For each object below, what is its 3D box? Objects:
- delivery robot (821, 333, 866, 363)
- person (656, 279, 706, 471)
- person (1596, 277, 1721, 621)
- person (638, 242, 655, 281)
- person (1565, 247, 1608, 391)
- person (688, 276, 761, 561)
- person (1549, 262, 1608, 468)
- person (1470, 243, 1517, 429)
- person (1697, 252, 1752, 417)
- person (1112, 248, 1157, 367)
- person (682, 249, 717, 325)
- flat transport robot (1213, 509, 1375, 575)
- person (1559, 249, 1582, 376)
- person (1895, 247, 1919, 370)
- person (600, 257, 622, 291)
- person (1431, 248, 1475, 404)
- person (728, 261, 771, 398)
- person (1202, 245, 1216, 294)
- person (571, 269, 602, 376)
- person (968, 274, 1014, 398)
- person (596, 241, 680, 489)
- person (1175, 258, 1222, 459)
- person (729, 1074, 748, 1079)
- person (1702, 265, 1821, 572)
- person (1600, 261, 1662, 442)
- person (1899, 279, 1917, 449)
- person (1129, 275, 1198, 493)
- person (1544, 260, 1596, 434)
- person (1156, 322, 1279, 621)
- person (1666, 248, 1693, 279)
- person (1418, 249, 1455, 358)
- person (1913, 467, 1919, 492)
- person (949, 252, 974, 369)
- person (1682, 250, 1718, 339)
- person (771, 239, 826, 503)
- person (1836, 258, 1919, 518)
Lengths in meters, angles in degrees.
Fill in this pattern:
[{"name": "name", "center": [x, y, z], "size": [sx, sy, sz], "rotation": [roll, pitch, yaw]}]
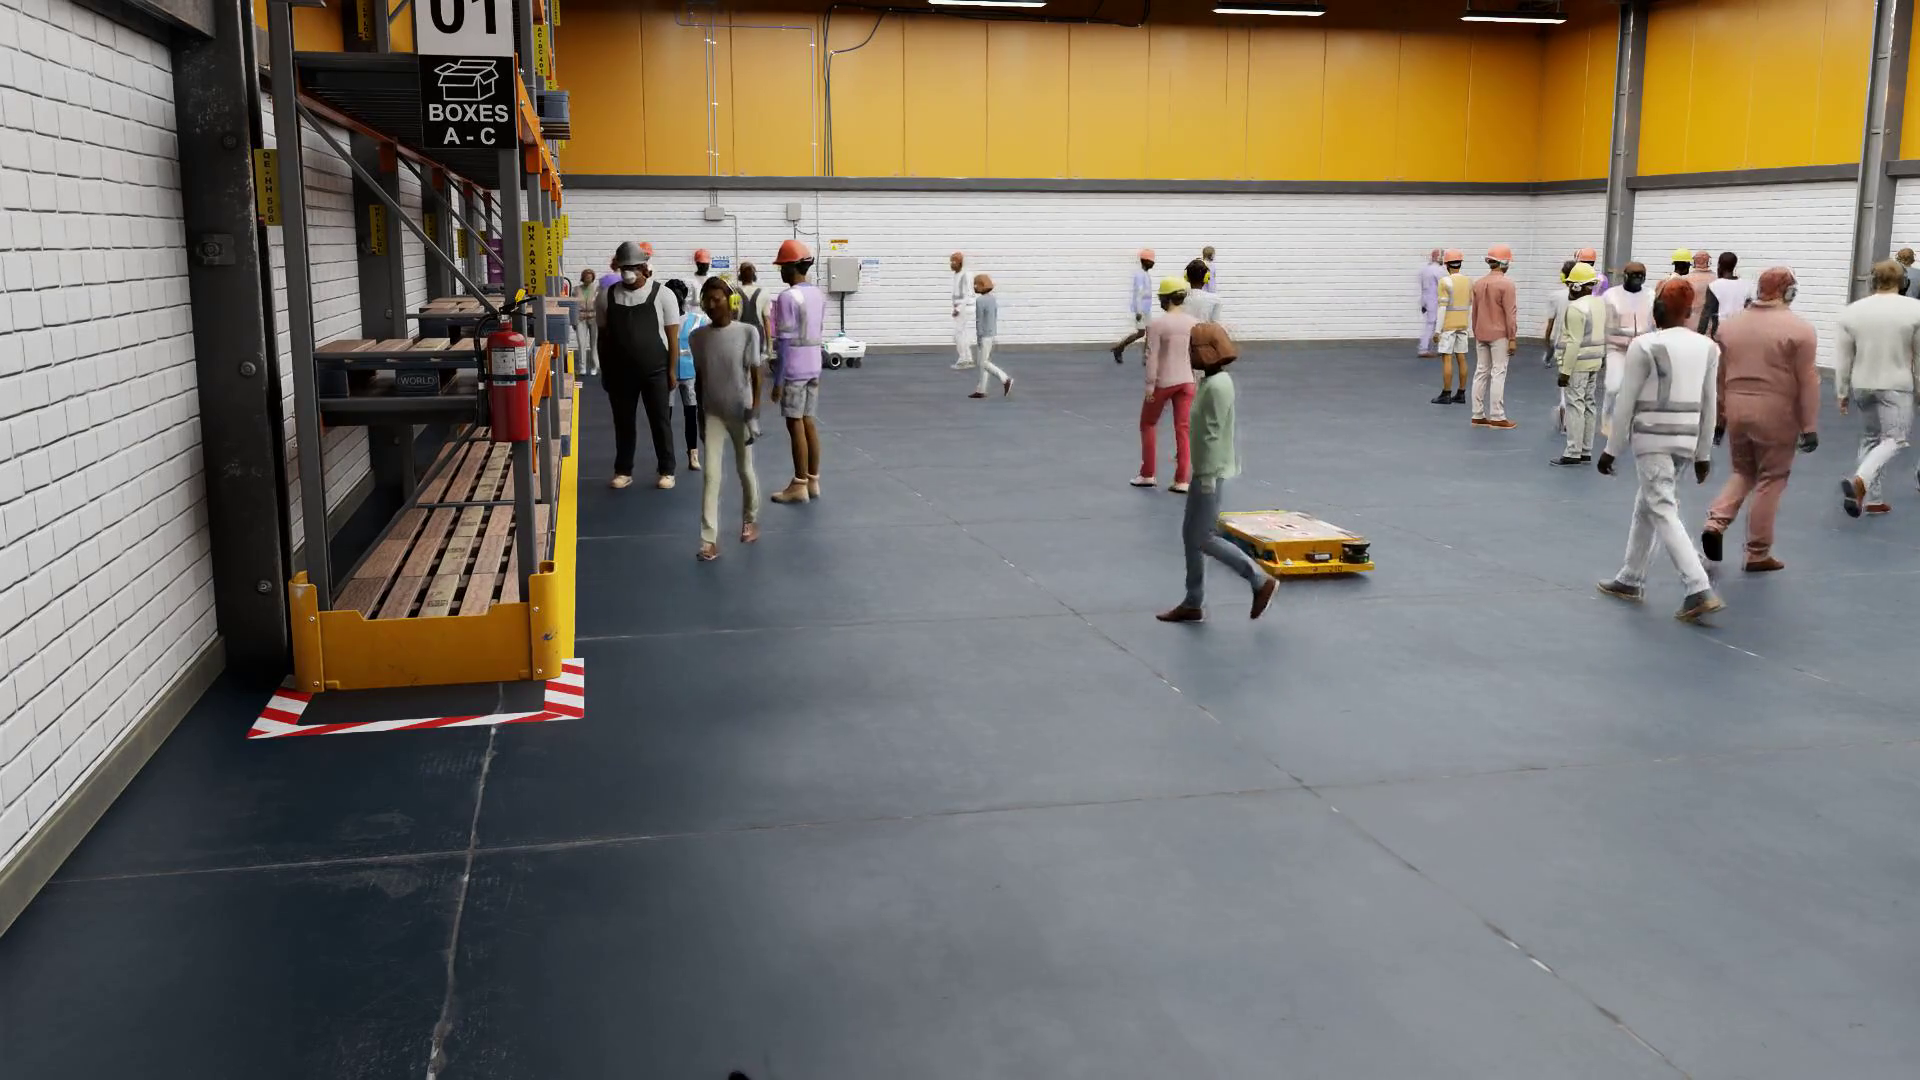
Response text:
[{"name": "delivery robot", "center": [-1.863, -3.042, 26.420], "size": [0.707, 0.478, 0.477], "rotation": [-5, 11, -27]}, {"name": "person", "center": [-2.488, -1.450, 14.692], "size": [0.537, 1.695, 0.320], "rotation": [-2, 11, -13]}, {"name": "person", "center": [3.871, -0.505, 9.060], "size": [0.579, 1.845, 0.954], "rotation": [-4, 11, -22]}, {"name": "person", "center": [-5.254, -3.868, 27.252], "size": [0.499, 2.009, 0.670], "rotation": [8, 13, 38]}, {"name": "person", "center": [8.376, -2.949, 22.320], "size": [0.547, 1.942, 0.350], "rotation": [3, 11, 14]}, {"name": "person", "center": [-1.518, -0.813, 10.882], "size": [0.505, 1.819, 1.025], "rotation": [1, 10, 4]}, {"name": "person", "center": [5.551, -1.565, 14.949], "size": [0.403, 1.835, 0.586], "rotation": [10, 14, 44]}, {"name": "person", "center": [5.798, -2.198, 18.013], "size": [0.385, 1.993, 0.619], "rotation": [-5, 11, -26]}, {"name": "person", "center": [8.768, -2.383, 19.325], "size": [0.620, 1.885, 0.882], "rotation": [-4, 11, -22]}, {"name": "person", "center": [2.877, -3.733, 26.746], "size": [0.745, 1.910, 0.549], "rotation": [4, 11, 23]}, {"name": "person", "center": [-3.504, -3.000, 22.688], "size": [0.568, 1.915, 0.630], "rotation": [-6, 12, -30]}, {"name": "flat transport robot", "center": [2.041, -0.006, 10.645], "size": [0.652, 0.197, 1.431], "rotation": [-2, 10, -12]}, {"name": "person", "center": [9.213, -3.375, 24.810], "size": [0.648, 1.903, 0.399], "rotation": [-8, 13, -37]}, {"name": "person", "center": [12.750, -2.989, 22.550], "size": [0.632, 1.940, 0.372], "rotation": [4, 11, 21]}, {"name": "person", "center": [-5.100, -3.346, 24.909], "size": [0.579, 1.789, 0.990], "rotation": [-2, 10, -13]}, {"name": "person", "center": [6.121, -2.653, 20.710], "size": [0.542, 1.931, 0.376], "rotation": [-4, 11, -23]}, {"name": "person", "center": [-2.338, -2.173, 18.383], "size": [0.522, 1.817, 0.866], "rotation": [-3, 11, -16]}, {"name": "person", "center": [4.459, -4.364, 30.172], "size": [0.355, 1.936, 0.635], "rotation": [-3, 11, -17]}, {"name": "person", "center": [-5.550, -3.232, 24.826], "size": [0.536, 1.597, 0.809], "rotation": [-1, 10, -6]}, {"name": "person", "center": [0.391, -2.598, 21.305], "size": [0.638, 1.609, 0.500], "rotation": [5, 11, 26]}, {"name": "person", "center": [-2.648, -1.425, 13.599], "size": [0.684, 2.000, 0.535], "rotation": [1, 10, 4]}, {"name": "person", "center": [2.171, -1.657, 15.357], "size": [0.519, 1.873, 0.328], "rotation": [3, 11, 15]}, {"name": "person", "center": [-0.125, 1.044, 1.030], "size": [0.523, 1.639, 0.306], "rotation": [8, 13, 39]}, {"name": "person", "center": [4.910, -0.731, 10.187], "size": [0.467, 1.887, 0.639], "rotation": [-6, 12, -28]}, {"name": "person", "center": [6.770, -1.900, 16.829], "size": [0.630, 1.823, 0.439], "rotation": [1, 10, 7]}, {"name": "person", "center": [9.117, -1.739, 16.286], "size": [0.318, 1.700, 0.535], "rotation": [-7, 13, -35]}, {"name": "person", "center": [1.660, -1.269, 13.528], "size": [0.559, 1.740, 0.695], "rotation": [-5, 12, -27]}, {"name": "person", "center": [6.350, -1.993, 17.327], "size": [0.530, 1.832, 0.724], "rotation": [8, 13, 37]}, {"name": "person", "center": [1.365, -0.338, 8.763], "size": [0.556, 1.615, 0.512], "rotation": [0, 10, 1]}, {"name": "person", "center": [9.409, -2.861, 21.874], "size": [0.366, 1.927, 0.585], "rotation": [2, 11, 13]}, {"name": "person", "center": [8.364, -4.094, 28.871], "size": [0.843, 1.874, 0.651], "rotation": [-1, 10, -6]}, {"name": "person", "center": [7.827, -1.198, 12.976], "size": [0.602, 1.812, 0.424], "rotation": [-2, 10, -11]}, {"name": "person", "center": [0.051, -3.594, 26.216], "size": [0.595, 1.833, 0.603], "rotation": [-5, 12, -27]}, {"name": "person", "center": [9.265, -2.676, 20.916], "size": [0.652, 1.902, 0.402], "rotation": [0, 10, -2]}, {"name": "person", "center": [-1.272, -1.303, 12.923], "size": [0.378, 2.044, 0.610], "rotation": [4, 11, 20]}, {"name": "person", "center": [6.643, -1.081, 12.060], "size": [0.767, 1.913, 0.637], "rotation": [-8, 13, -37]}]
